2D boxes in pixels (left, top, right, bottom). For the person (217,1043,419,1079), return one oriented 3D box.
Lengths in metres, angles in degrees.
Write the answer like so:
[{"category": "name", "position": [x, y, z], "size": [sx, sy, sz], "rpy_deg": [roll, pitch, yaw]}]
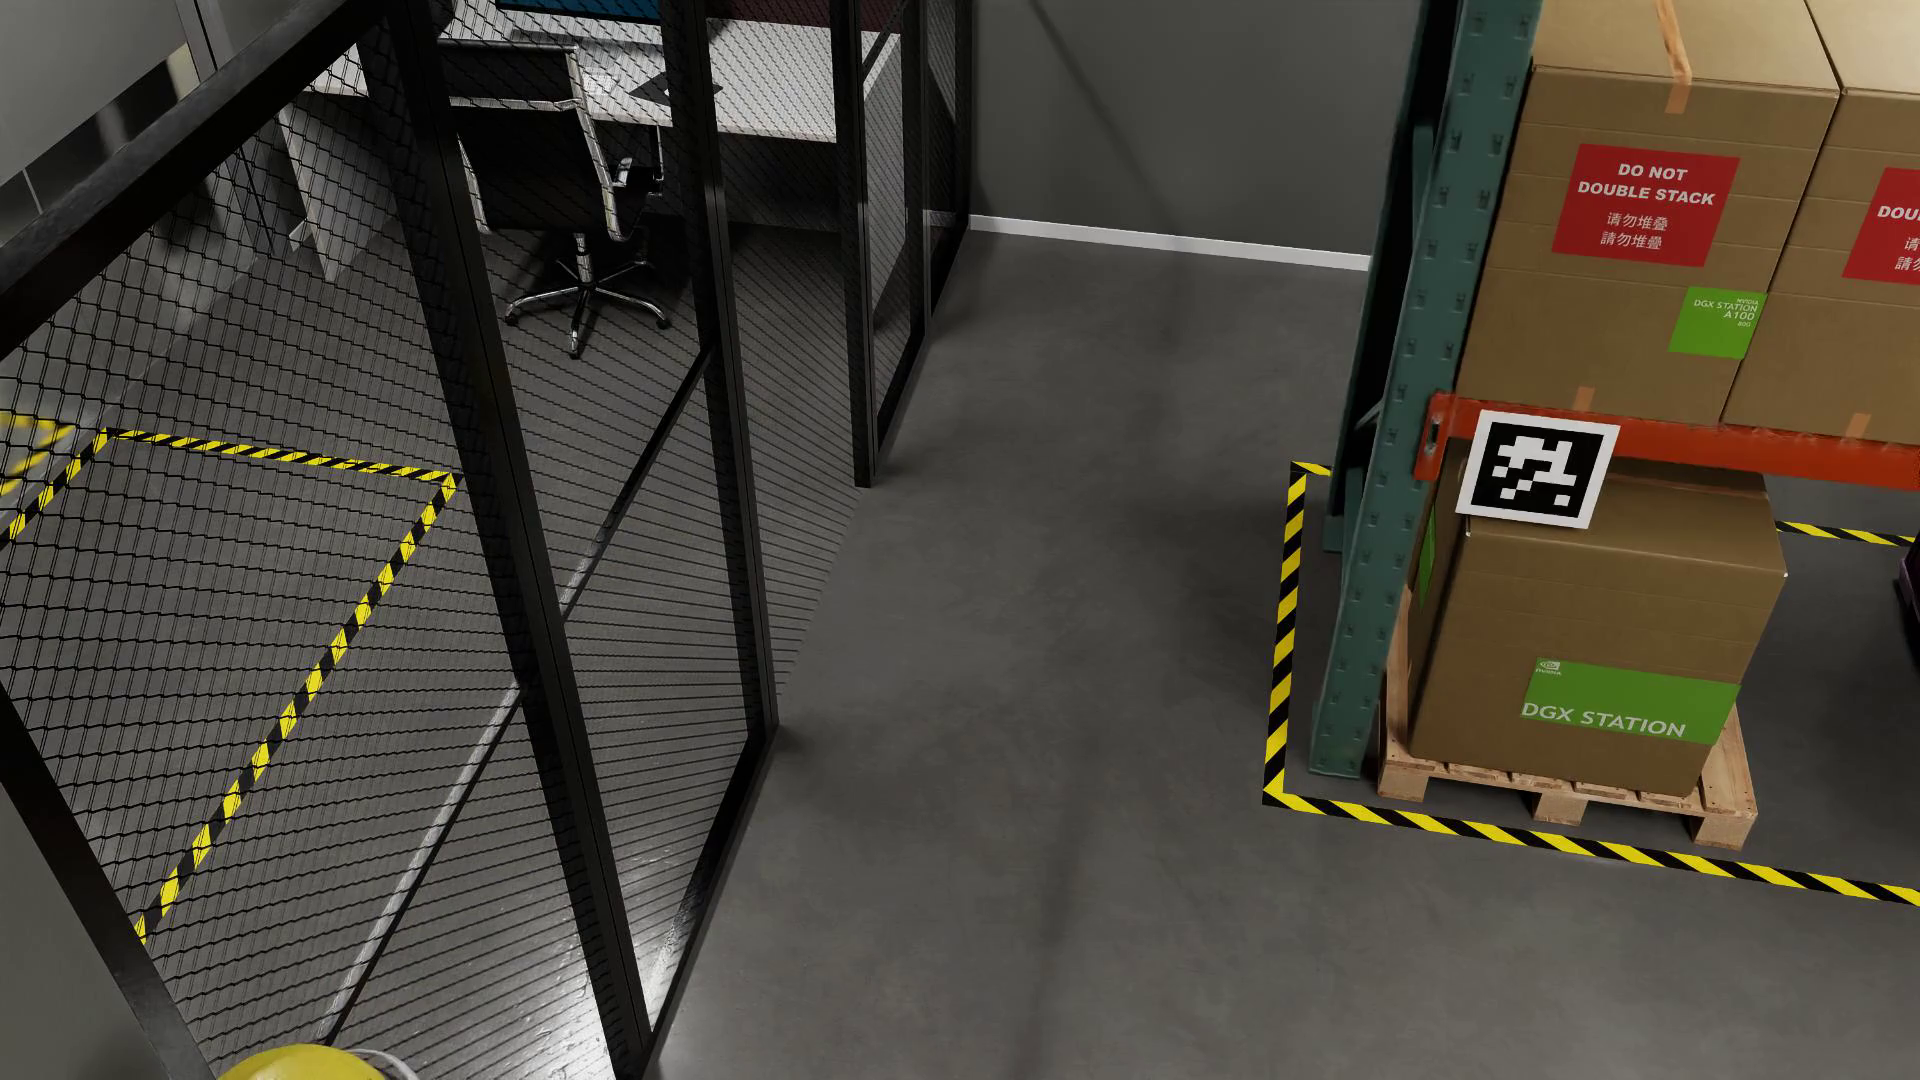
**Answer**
[{"category": "person", "position": [-0.675, 1.221, 2.172], "size": [0.587, 1.833, 0.404], "rpy_deg": [13, 43, 14]}]
